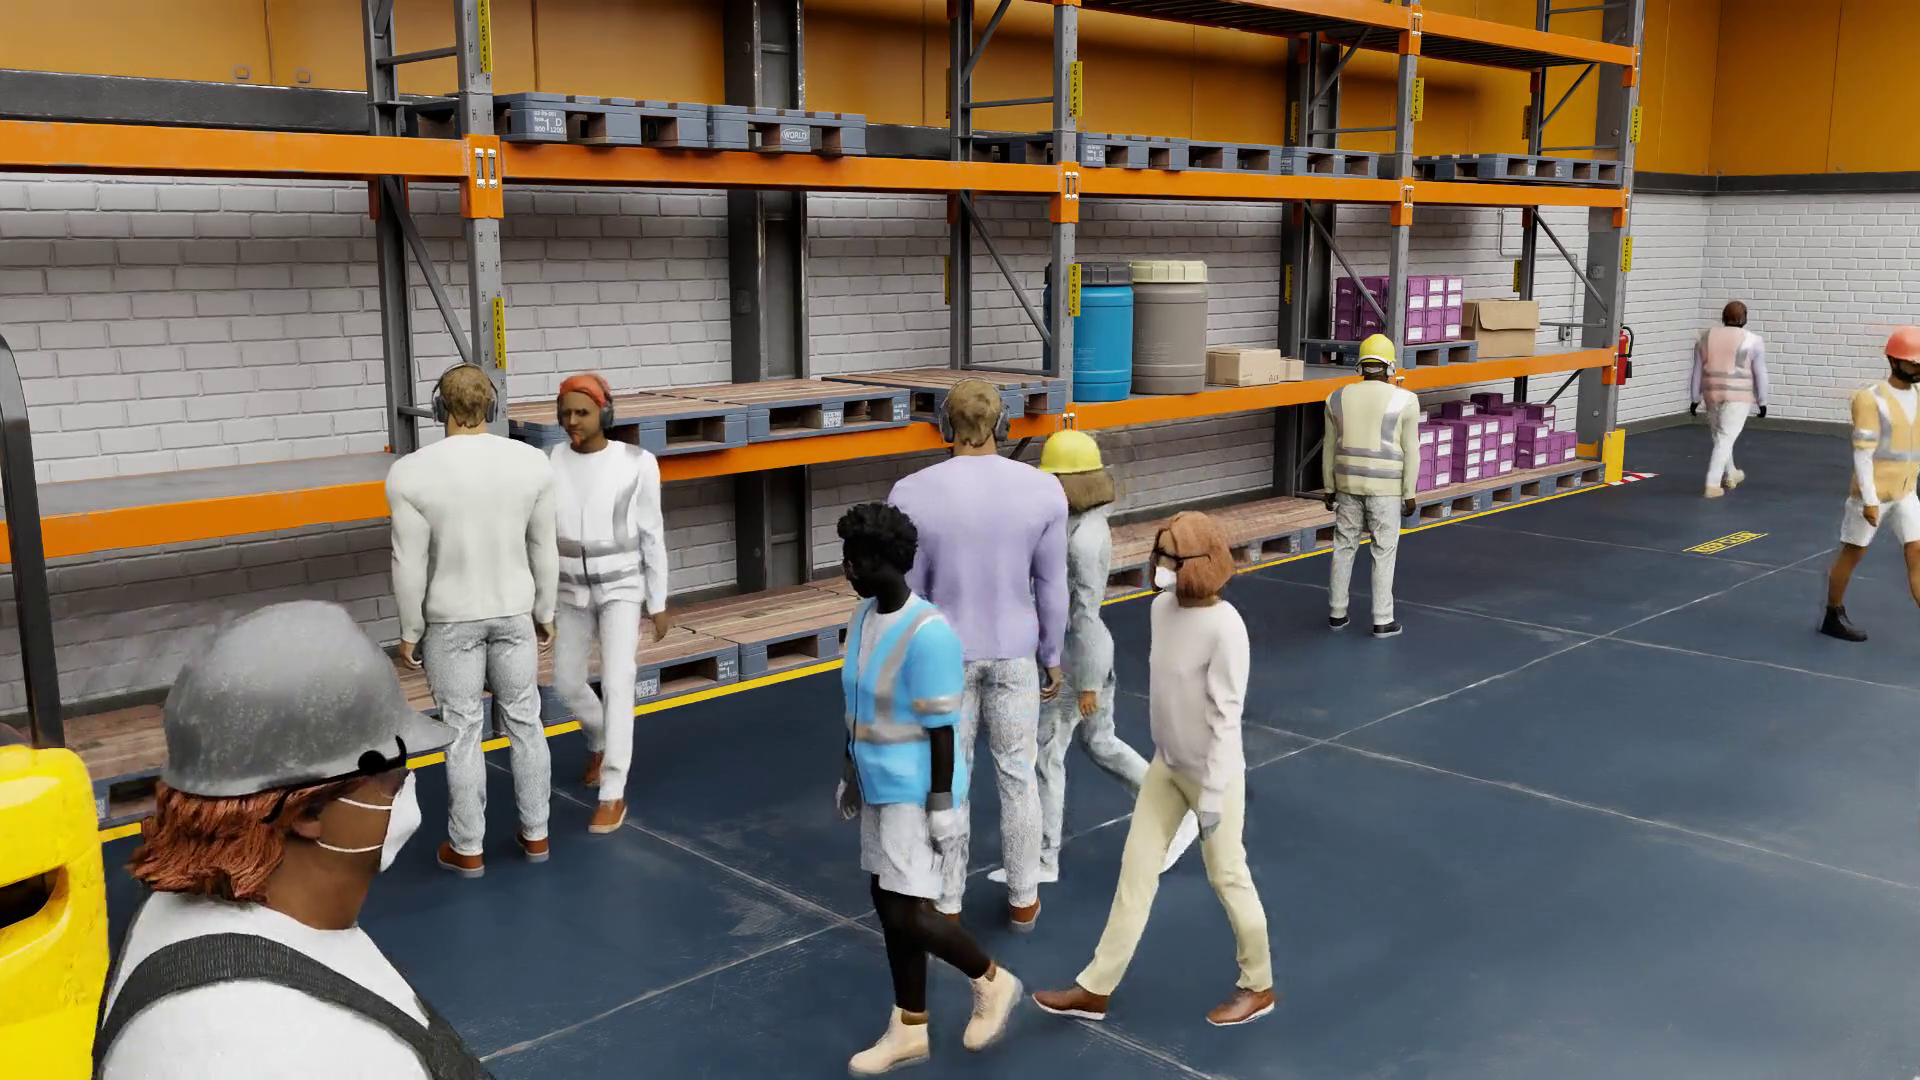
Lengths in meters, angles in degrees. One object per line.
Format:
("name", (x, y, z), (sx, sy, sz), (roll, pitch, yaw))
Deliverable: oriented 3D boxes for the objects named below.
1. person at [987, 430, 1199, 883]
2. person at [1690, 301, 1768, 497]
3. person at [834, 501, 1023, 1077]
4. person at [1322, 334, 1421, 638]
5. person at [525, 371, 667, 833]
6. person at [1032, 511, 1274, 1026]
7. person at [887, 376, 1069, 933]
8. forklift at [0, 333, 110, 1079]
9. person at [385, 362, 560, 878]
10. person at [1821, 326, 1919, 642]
("person", (0.526, 0.444, 6.148), (0.768, 1.715, 0.504), (1, 10, 6))
("person", (7.191, -1.315, 15.488), (0.941, 1.790, 0.653), (-9, 13, -39))
("person", (-0.126, 0.713, 4.792), (0.420, 1.665, 0.547), (-6, 12, -28))
("person", (2.489, -0.331, 10.086), (0.605, 1.821, 0.417), (8, 13, 37))
("person", (-1.498, 0.225, 6.901), (0.603, 1.866, 0.690), (1, 10, 7))
("person", (0.631, 0.709, 4.994), (0.768, 1.594, 0.524), (-5, 11, -23))
("person", (0.058, 0.411, 5.700), (0.627, 1.934, 0.371), (-1, 10, -6))
("forklift", (-3.289, 0.485, 4.582), (1.214, 2.155, 2.313), (-10, 14, -44))
("person", (-1.811, 0.307, 6.263), (0.637, 1.939, 0.358), (-6, 12, -32))
("person", (5.413, -0.273, 9.561), (0.556, 1.881, 0.980), (-3, 11, -16))
